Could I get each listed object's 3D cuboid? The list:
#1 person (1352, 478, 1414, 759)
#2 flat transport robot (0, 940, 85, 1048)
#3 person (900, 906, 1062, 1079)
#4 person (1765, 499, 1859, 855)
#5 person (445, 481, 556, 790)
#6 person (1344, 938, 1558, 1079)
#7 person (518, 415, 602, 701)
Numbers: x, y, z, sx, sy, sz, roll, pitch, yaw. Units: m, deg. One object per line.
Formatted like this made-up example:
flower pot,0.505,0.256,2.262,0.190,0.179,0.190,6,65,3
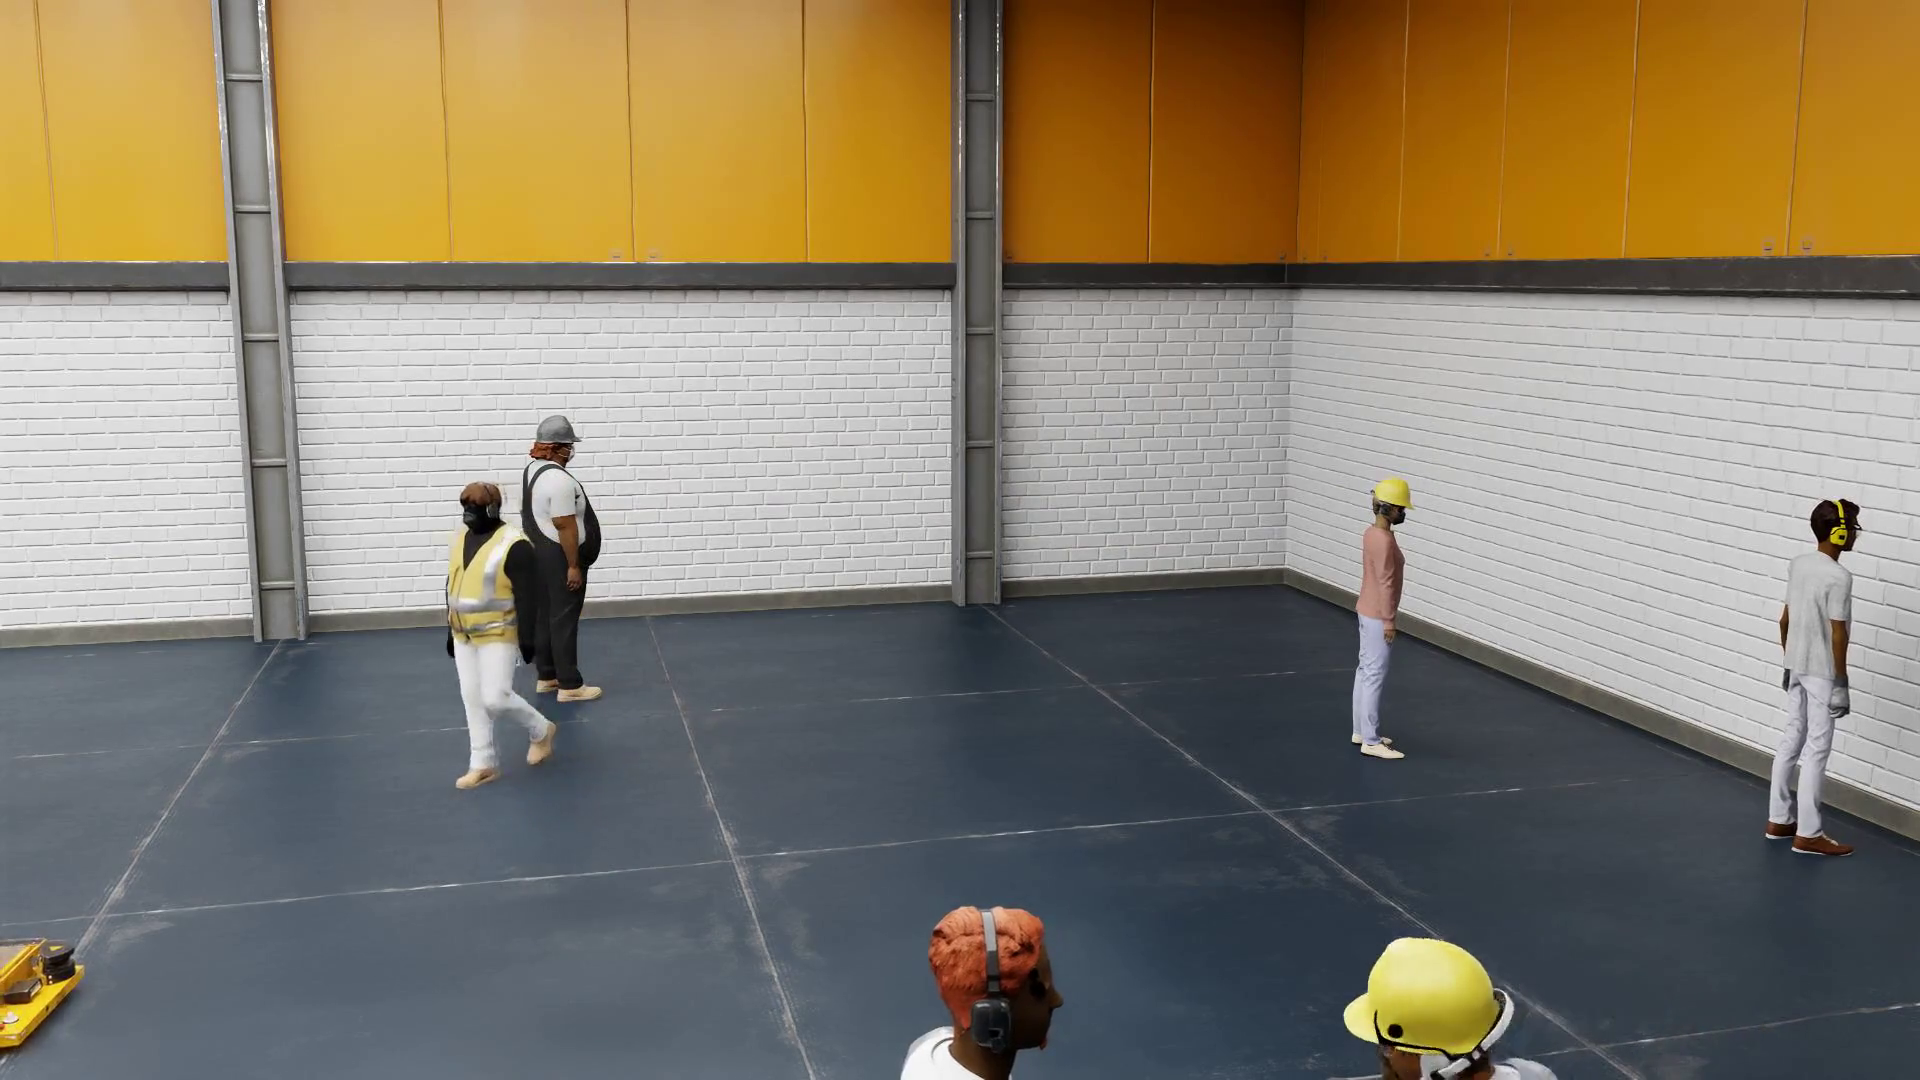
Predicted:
person,2.668,0.486,10.491,0.327,1.760,0.523,1,9,4
flat transport robot,-4.393,1.840,6.662,1.431,0.197,0.652,-1,9,-7
person,0.037,1.600,3.148,0.361,1.883,0.574,-2,9,-12
person,4.513,0.709,8.753,0.325,1.871,0.516,-1,9,-4
person,-2.769,0.549,9.889,0.631,1.827,0.553,6,11,32
person,0.992,1.634,3.306,0.600,1.780,0.923,-6,11,-35
person,-2.835,0.119,11.902,0.538,2.000,0.685,-7,11,-37
